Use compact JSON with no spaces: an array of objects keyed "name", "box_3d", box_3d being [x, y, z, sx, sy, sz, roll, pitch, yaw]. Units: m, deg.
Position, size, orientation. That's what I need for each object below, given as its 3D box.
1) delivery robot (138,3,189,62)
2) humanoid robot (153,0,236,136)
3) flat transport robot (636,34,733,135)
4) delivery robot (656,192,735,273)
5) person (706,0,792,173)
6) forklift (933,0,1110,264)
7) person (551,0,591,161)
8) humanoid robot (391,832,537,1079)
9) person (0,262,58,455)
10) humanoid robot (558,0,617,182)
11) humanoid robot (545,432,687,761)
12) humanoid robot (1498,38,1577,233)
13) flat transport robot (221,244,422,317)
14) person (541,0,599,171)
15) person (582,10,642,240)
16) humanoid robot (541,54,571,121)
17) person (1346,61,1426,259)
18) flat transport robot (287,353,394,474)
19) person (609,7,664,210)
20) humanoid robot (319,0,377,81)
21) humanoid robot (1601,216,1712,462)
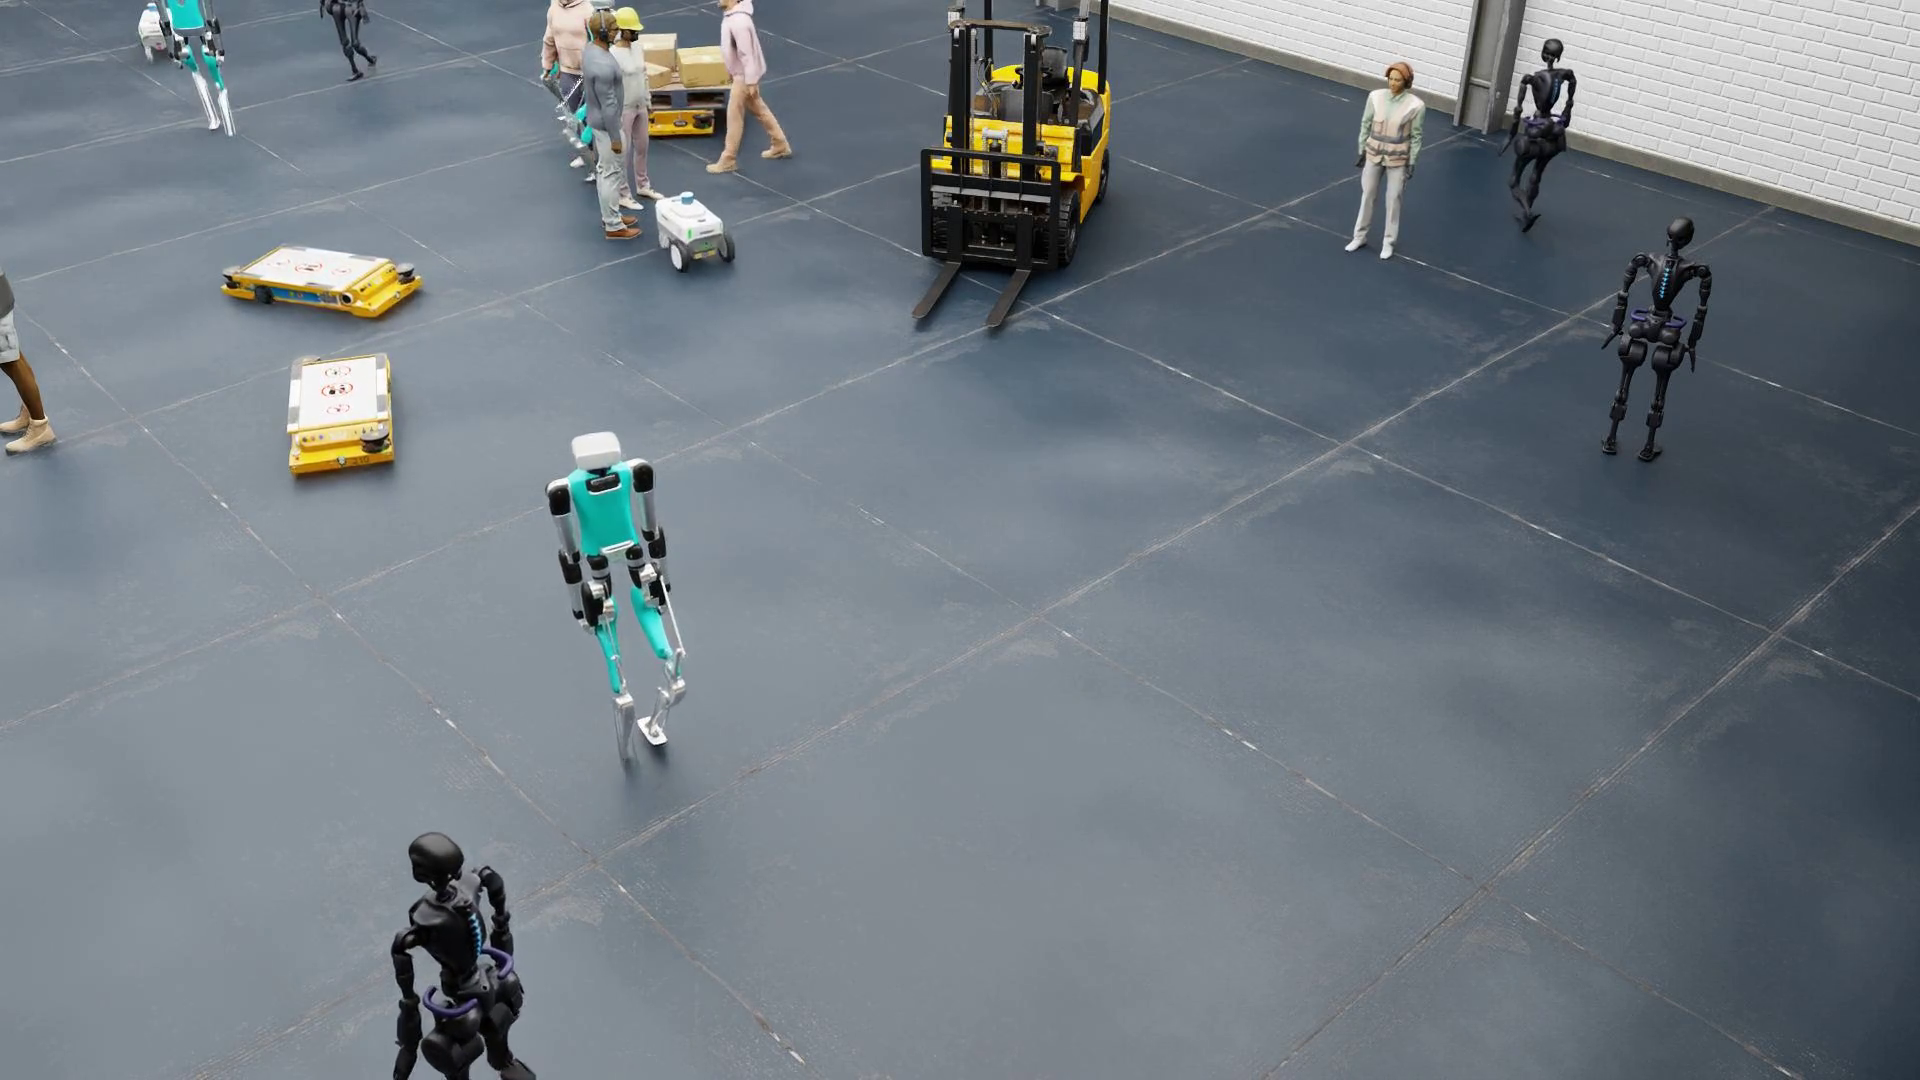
[{"name":"delivery robot","box_3d":[-9.021,-5.737,18.745,0.499,0.612,0.813,-10,34,-15]},{"name":"humanoid robot","box_3d":[-7.419,-4.781,16.247,0.540,1.839,0.788,-7,34,-11]},{"name":"flat transport robot","box_3d":[-2.824,-4.459,17.027,0.659,0.231,1.431,-2,33,-4]},{"name":"delivery robot","box_3d":[-2.257,-2.617,13.916,0.499,0.576,0.768,-19,38,-26]},{"name":"person","box_3d":[-1.993,-4.332,15.492,0.837,1.749,0.566,-9,34,-13]},{"name":"forklift","box_3d":[0.570,-3.725,14.138,1.214,2.155,2.313,9,34,13]},{"name":"person","box_3d":[-3.529,-4.507,15.628,0.564,1.874,0.391,-1,33,-2]},{"name":"humanoid robot","box_3d":[-1.794,1.768,6.178,0.529,1.644,0.591,17,37,24]},{"name":"person","box_3d":[-6.403,-1.534,10.907,0.375,2.045,0.605,-17,37,-25]},{"name":"humanoid robot","box_3d":[-3.356,-4.015,15.041,0.725,1.814,0.549,-10,34,-15]},{"name":"humanoid robot","box_3d":[-1.623,0.419,8.274,0.537,1.878,0.738,-16,37,-24]},{"name":"humanoid robot","box_3d":[4.962,-3.427,14.150,0.601,1.638,0.524,-7,34,-11]},{"name":"flat transport robot","box_3d":[-5.143,-2.088,13.382,1.431,0.231,0.659,10,34,15]},{"name":"person","box_3d":[-3.507,-4.368,15.437,0.818,1.853,0.434,13,35,19]},{"name":"person","box_3d":[-2.955,-3.482,14.009,0.367,1.932,0.627,-10,34,-15]},{"name":"humanoid robot","box_3d":[-3.881,-4.913,16.382,0.812,1.767,0.532,-12,35,-17]},{"name":"person","box_3d":[3.527,-3.140,13.738,0.512,1.641,0.310,20,38,27]},{"name":"flat transport robot","box_3d":[-4.307,-0.916,11.582,0.659,0.231,1.431,-9,34,-14]},{"name":"person","box_3d":[-2.882,-3.802,14.654,0.339,1.761,0.528,16,36,23]},{"name":"humanoid robot","box_3d":[-6.547,-5.726,17.675,0.608,1.646,0.374,9,34,14]},{"name":"humanoid robot","box_3d":[4.541,-1.327,10.908,0.599,1.657,0.315,17,37,25]}]
